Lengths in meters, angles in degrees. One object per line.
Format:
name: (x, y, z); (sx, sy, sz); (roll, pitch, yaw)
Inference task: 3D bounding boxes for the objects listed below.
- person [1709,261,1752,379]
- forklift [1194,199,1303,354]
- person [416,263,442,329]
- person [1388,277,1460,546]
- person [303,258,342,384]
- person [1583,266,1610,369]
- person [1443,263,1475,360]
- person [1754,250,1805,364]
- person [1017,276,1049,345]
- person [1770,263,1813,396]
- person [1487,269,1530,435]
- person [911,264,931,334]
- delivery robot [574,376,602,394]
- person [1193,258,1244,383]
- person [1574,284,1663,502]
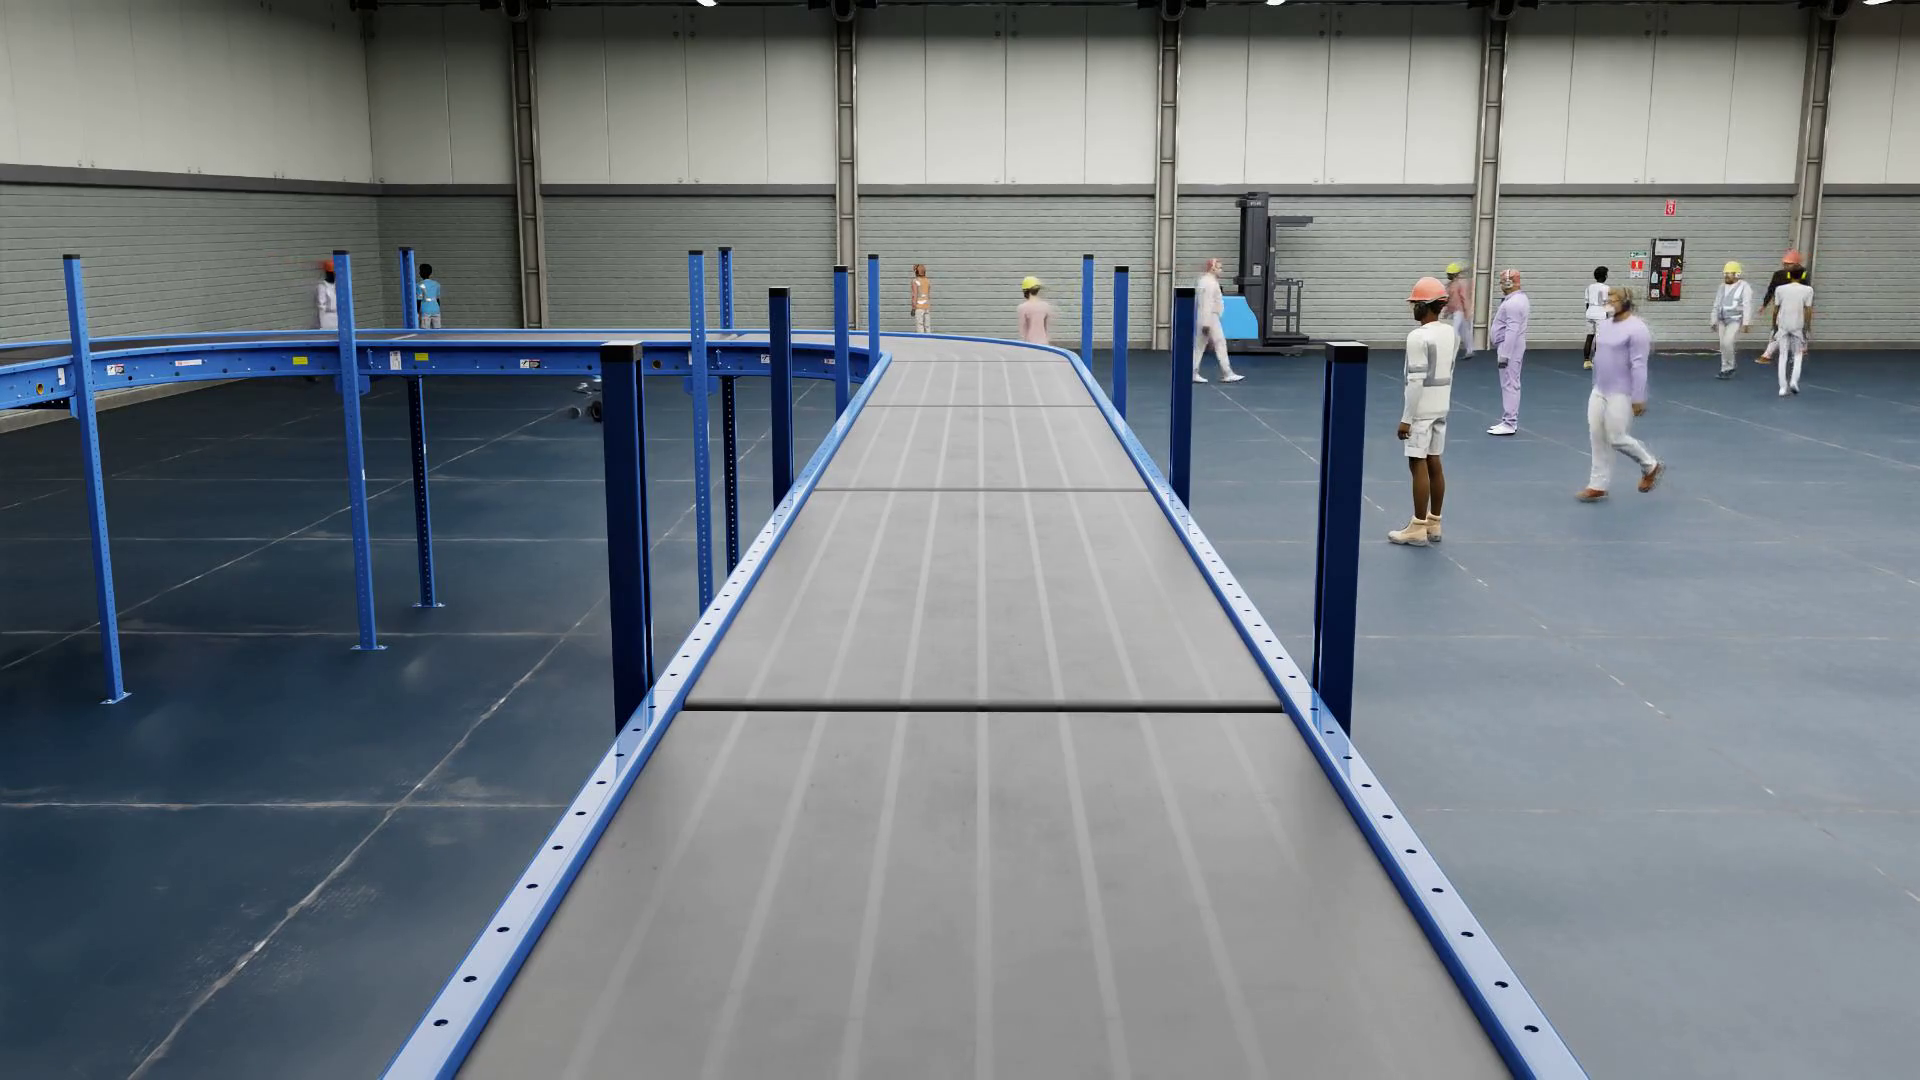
person: (11.881, -3.395, 25.748); (0.496, 1.811, 0.616); (-5, 12, -23)
forklift: (5.313, -4.851, 30.603); (1.873, 2.768, 1.129); (0, 11, 1)
person: (-9.222, -3.938, 28.850); (0.319, 1.697, 0.532); (7, 13, 30)
person: (3.564, -0.991, 12.814); (0.374, 2.043, 0.613); (10, 15, 42)
person: (-9.399, -3.217, 24.627); (0.835, 1.906, 0.556); (4, 12, 18)
person: (10.503, -3.653, 27.383); (0.318, 1.699, 0.535); (-4, 12, -21)
person: (8.659, -3.965, 28.995); (0.945, 1.710, 0.572); (-3, 11, -15)
person: (14.221, -4.006, 28.596); (1.048, 1.937, 0.635); (-3, 11, -13)
person: (0.900, -2.486, 21.277); (0.524, 1.747, 0.602); (-6, 13, -29)
person: (11.724, -2.974, 23.493); (0.508, 1.853, 0.500); (6, 13, 28)
person: (6.342, -2.175, 19.267); (0.407, 1.902, 0.639); (5, 12, 25)
person: (-0.720, -4.232, 30.502); (0.314, 1.641, 0.515); (8, 13, 34)
delivery robot: (-4.515, -1.944, 20.746); (0.698, 0.223, 0.335); (8, 13, 34)
person: (3.896, -3.312, 25.190); (0.919, 1.870, 0.651); (-1, 11, -5)
person: (5.844, -1.294, 14.692); (0.692, 1.921, 0.634); (-3, 11, -14)
